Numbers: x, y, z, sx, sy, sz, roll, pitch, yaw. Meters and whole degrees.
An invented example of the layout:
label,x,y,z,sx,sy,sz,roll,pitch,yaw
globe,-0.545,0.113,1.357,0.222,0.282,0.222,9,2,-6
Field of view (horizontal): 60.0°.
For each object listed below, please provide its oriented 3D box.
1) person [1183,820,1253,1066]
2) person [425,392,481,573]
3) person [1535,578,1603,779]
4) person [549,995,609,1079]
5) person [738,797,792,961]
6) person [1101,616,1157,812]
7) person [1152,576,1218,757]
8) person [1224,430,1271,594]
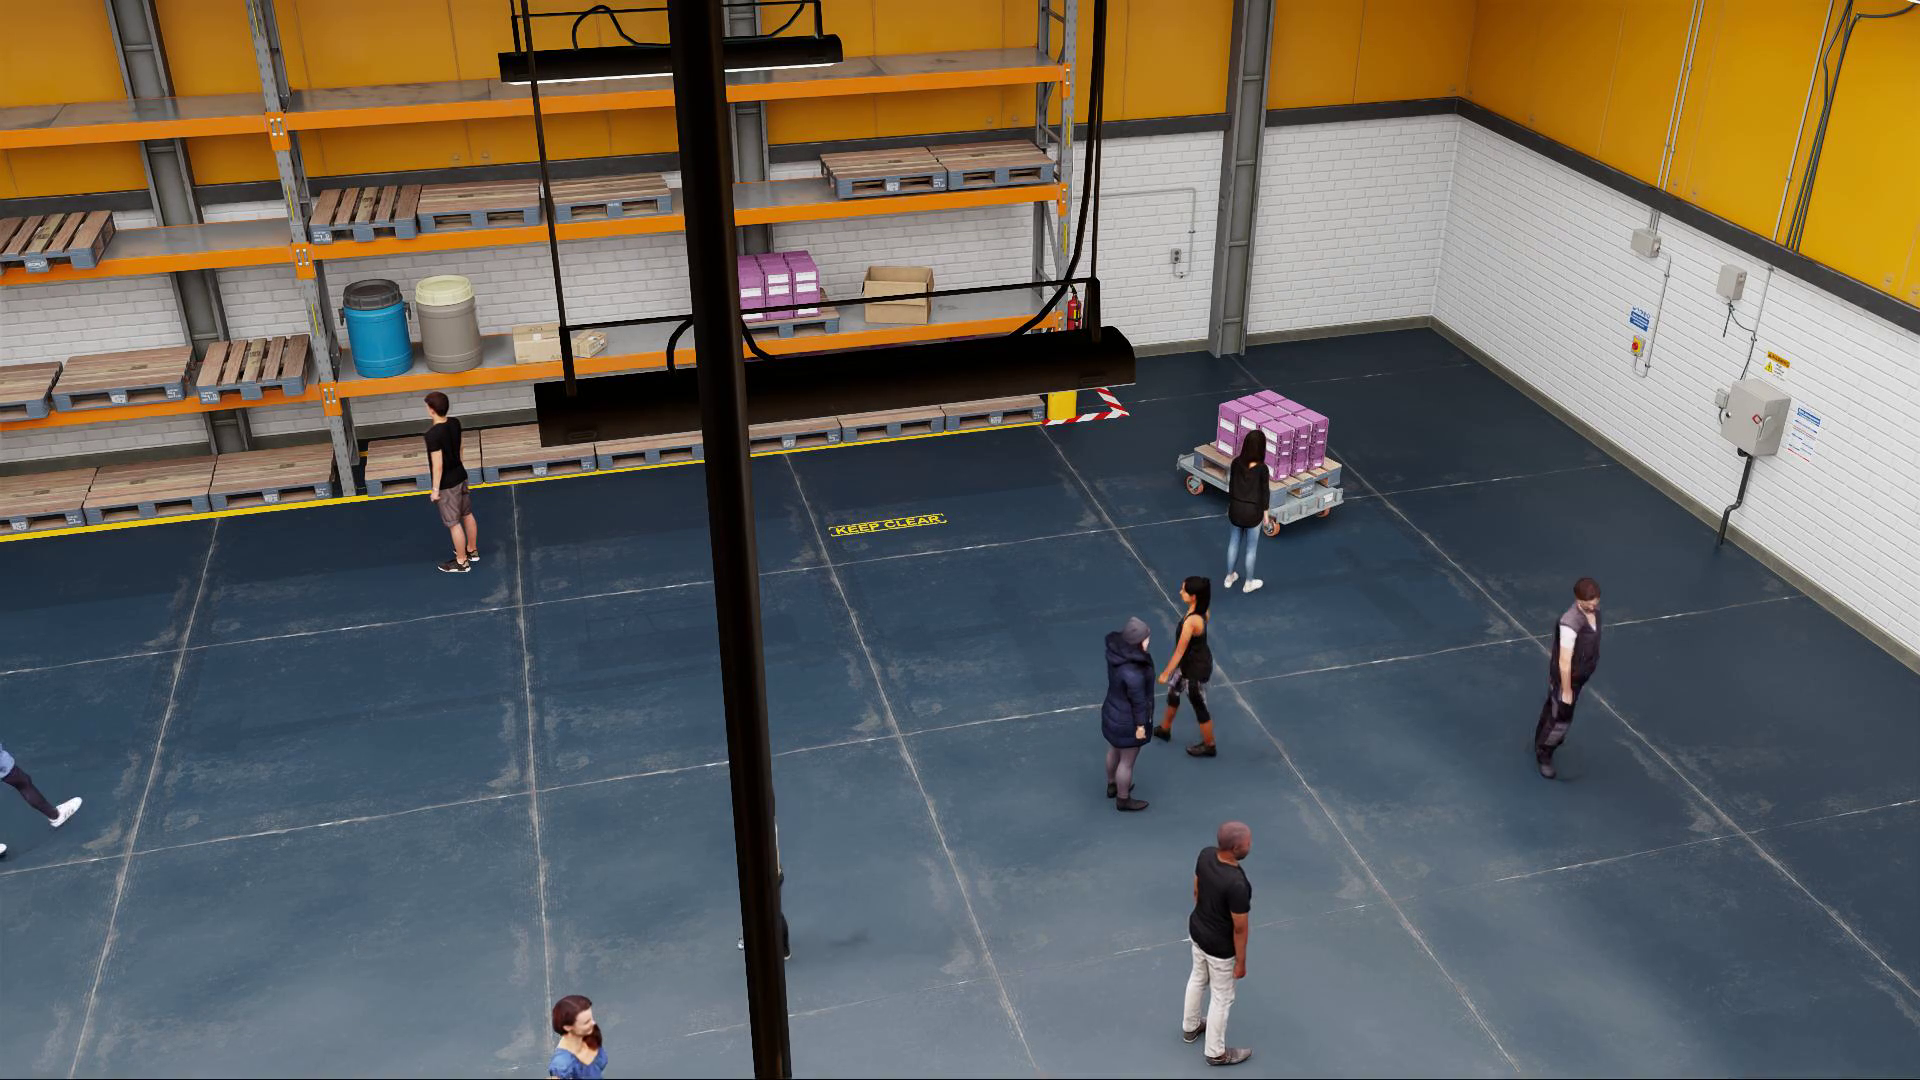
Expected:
label,x,y,z,sx,sy,sz,roll,pitch,yaw
person,1.622,2.520,10.488,0.650,1.803,0.694,-13,31,-22
person,-4.932,-0.576,16.103,0.774,1.861,0.774,8,30,14
person,4.827,1.025,13.221,0.968,1.809,0.854,13,31,23
person,-2.127,3.229,9.194,0.925,1.798,0.831,4,29,7
person,-1.259,2.275,11.300,0.629,1.455,0.620,-3,29,-6
person,1.280,1.332,12.802,0.635,1.672,0.664,-9,30,-15
person,1.968,1.039,13.371,0.988,1.641,0.846,5,29,10
person,2.722,-0.286,15.797,0.657,1.645,0.702,19,34,30
